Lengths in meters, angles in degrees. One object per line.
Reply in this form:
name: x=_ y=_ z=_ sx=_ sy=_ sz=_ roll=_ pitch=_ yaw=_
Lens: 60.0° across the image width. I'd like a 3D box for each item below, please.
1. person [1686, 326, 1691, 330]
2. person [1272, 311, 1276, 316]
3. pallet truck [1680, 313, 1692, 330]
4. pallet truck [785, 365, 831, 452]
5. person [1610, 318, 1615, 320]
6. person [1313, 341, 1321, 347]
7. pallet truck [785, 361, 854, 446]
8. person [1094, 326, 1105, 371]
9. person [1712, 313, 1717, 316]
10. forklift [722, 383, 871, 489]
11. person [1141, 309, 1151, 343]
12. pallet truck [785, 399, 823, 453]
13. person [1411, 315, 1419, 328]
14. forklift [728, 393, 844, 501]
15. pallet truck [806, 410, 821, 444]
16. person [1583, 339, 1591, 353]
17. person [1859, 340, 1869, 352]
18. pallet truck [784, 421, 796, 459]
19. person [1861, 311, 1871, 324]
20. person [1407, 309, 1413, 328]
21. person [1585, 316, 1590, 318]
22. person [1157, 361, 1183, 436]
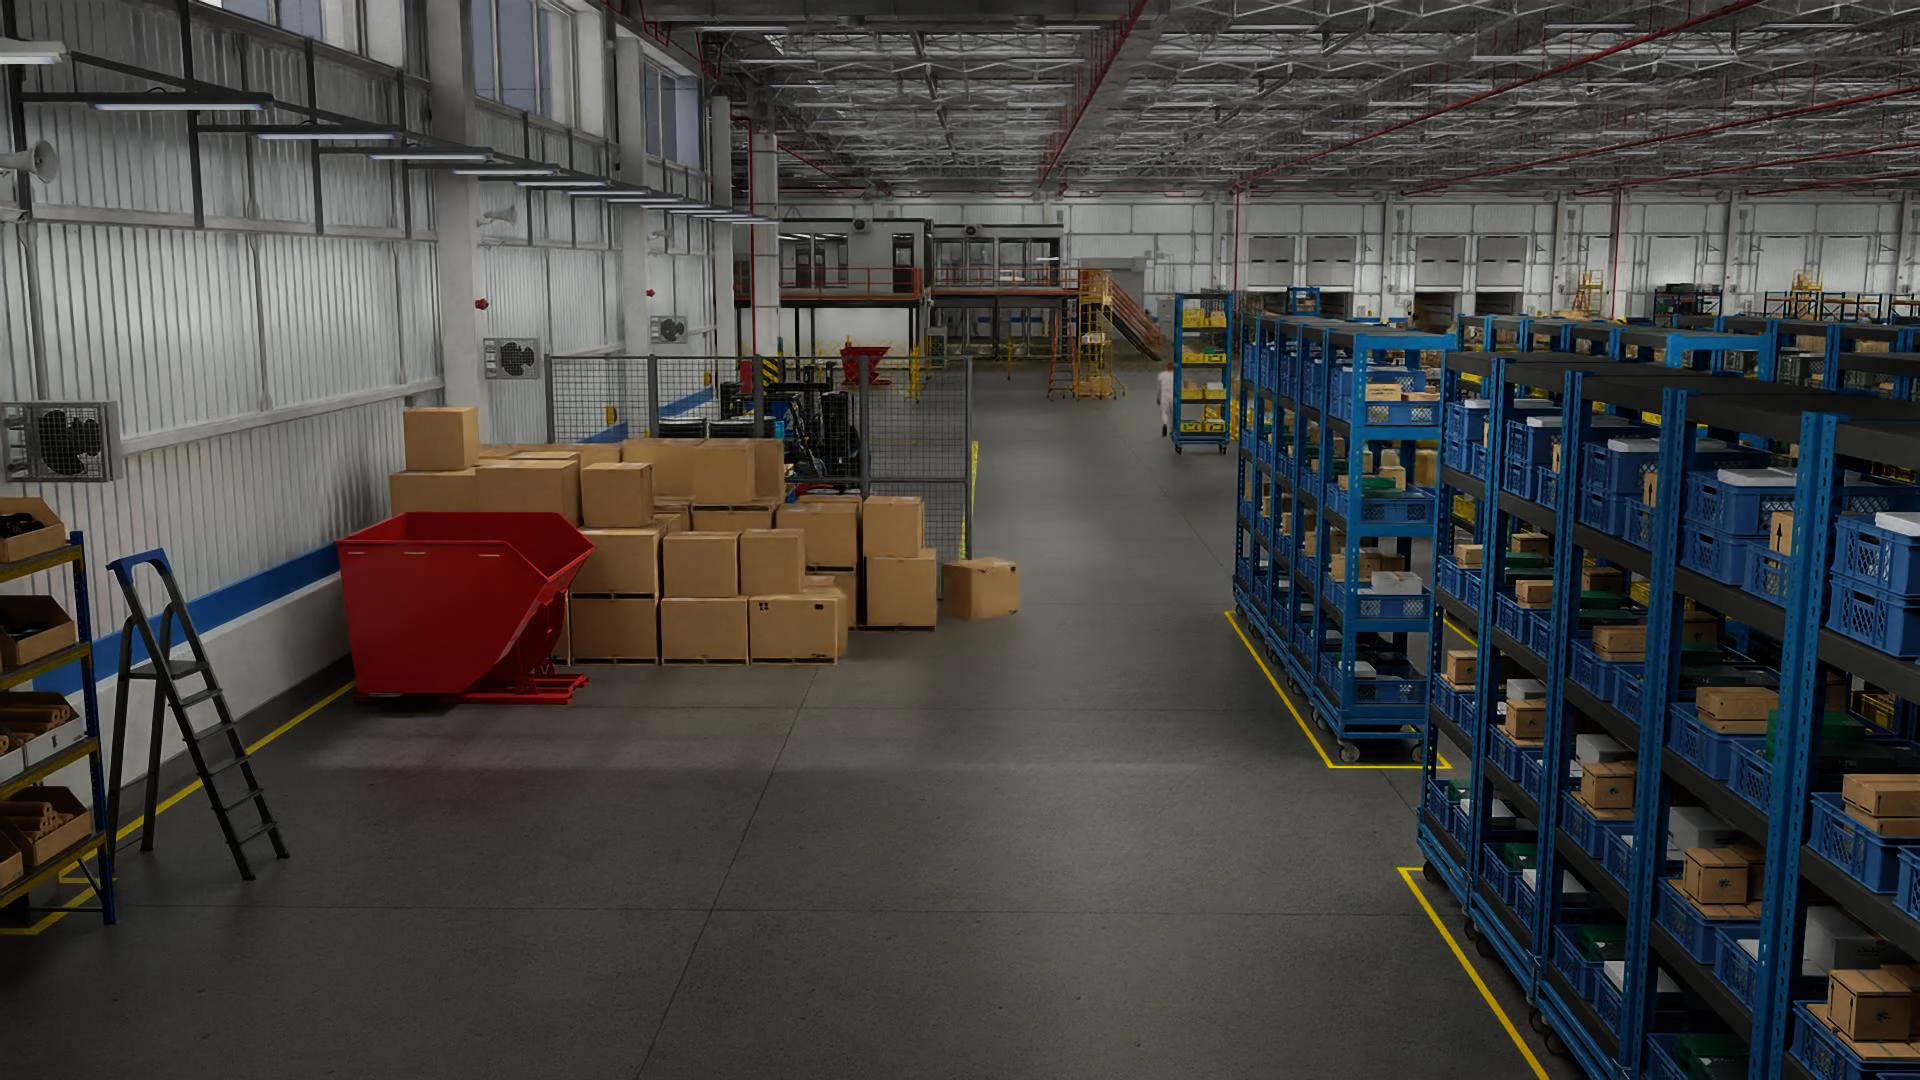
person: x=30.269 y=-8.041 z=69.123 sx=0.597 sy=1.917 sz=0.378 roll=-7 pitch=12 yaw=-38
person: x=18.011 y=-12.231 z=95.312 sx=0.936 sy=1.795 sz=0.646 roll=7 pitch=11 yaw=36
pallet truck: x=36.315 y=-10.531 z=84.244 sx=0.823 sy=1.965 sz=1.885 roll=-6 pitch=11 yaw=-33
pallet truck: x=-3.774 y=-2.976 z=37.635 sx=1.885 sy=1.965 sz=0.823 roll=1 pitch=9 yaw=5
person: x=31.465 y=-9.860 z=80.631 sx=0.861 sy=1.837 sz=0.520 roll=0 pitch=9 yaw=-3
person: x=13.804 y=-7.197 z=64.045 sx=0.756 sy=1.891 sz=0.371 roll=1 pitch=9 yaw=8
pallet truck: x=-3.410 y=-3.193 z=38.978 sx=1.885 sy=1.965 sz=0.823 roll=0 pitch=9 yaw=-1
person: x=5.724 y=-7.793 z=67.817 sx=0.345 sy=1.847 sz=0.506 roll=-4 pitch=10 yaw=-21
person: x=39.183 y=-10.847 z=86.440 sx=0.381 sy=1.917 sz=0.585 roll=-1 pitch=9 yaw=-6
forklift: x=-2.893 y=-1.687 z=28.729 sx=2.680 sy=1.987 sz=1.157 roll=0 pitch=9 yaw=-1
person: x=10.557 y=-12.127 z=94.383 sx=0.627 sy=1.901 sz=0.964 roll=8 pitch=12 yaw=41
pallet truck: x=-3.814 y=-2.432 z=36.419 sx=1.630 sy=1.274 sz=0.653 roll=0 pitch=9 yaw=1
person: x=23.783 y=-10.920 z=87.267 sx=0.974 sy=1.787 sz=0.643 roll=1 pitch=9 yaw=7
forklift: x=-2.979 y=-1.316 z=26.476 sx=2.680 sy=1.987 sz=1.157 roll=0 pitch=9 yaw=1
pallet truck: x=-3.559 y=-2.018 z=33.905 sx=1.522 sy=1.261 sz=0.704 roll=0 pitch=9 yaw=-1
person: x=24.431 y=-7.277 z=64.397 sx=0.939 sy=1.918 sz=0.628 roll=2 pitch=9 yaw=10
person: x=32.020 y=-6.419 z=59.120 sx=0.735 sy=1.920 sz=0.558 roll=3 pitch=10 yaw=20
pallet truck: x=-4.013 y=-1.793 z=32.705 sx=1.601 sy=1.201 sz=0.680 roll=0 pitch=9 yaw=1
person: x=49.013 y=-11.435 z=90.074 sx=0.764 sy=1.918 sz=0.557 roll=-5 pitch=10 yaw=-26
person: x=25.591 y=-12.172 z=94.619 sx=0.397 sy=1.919 sz=0.585 roll=5 pitch=10 yaw=28
person: x=31.063 y=-10.188 z=82.479 sx=0.355 sy=1.883 sz=0.576 roll=-1 pitch=9 yaw=-9
person: x=5.219 y=-3.534 z=41.469 sx=0.635 sy=1.873 sz=0.832 roll=1 pitch=9 yaw=6
